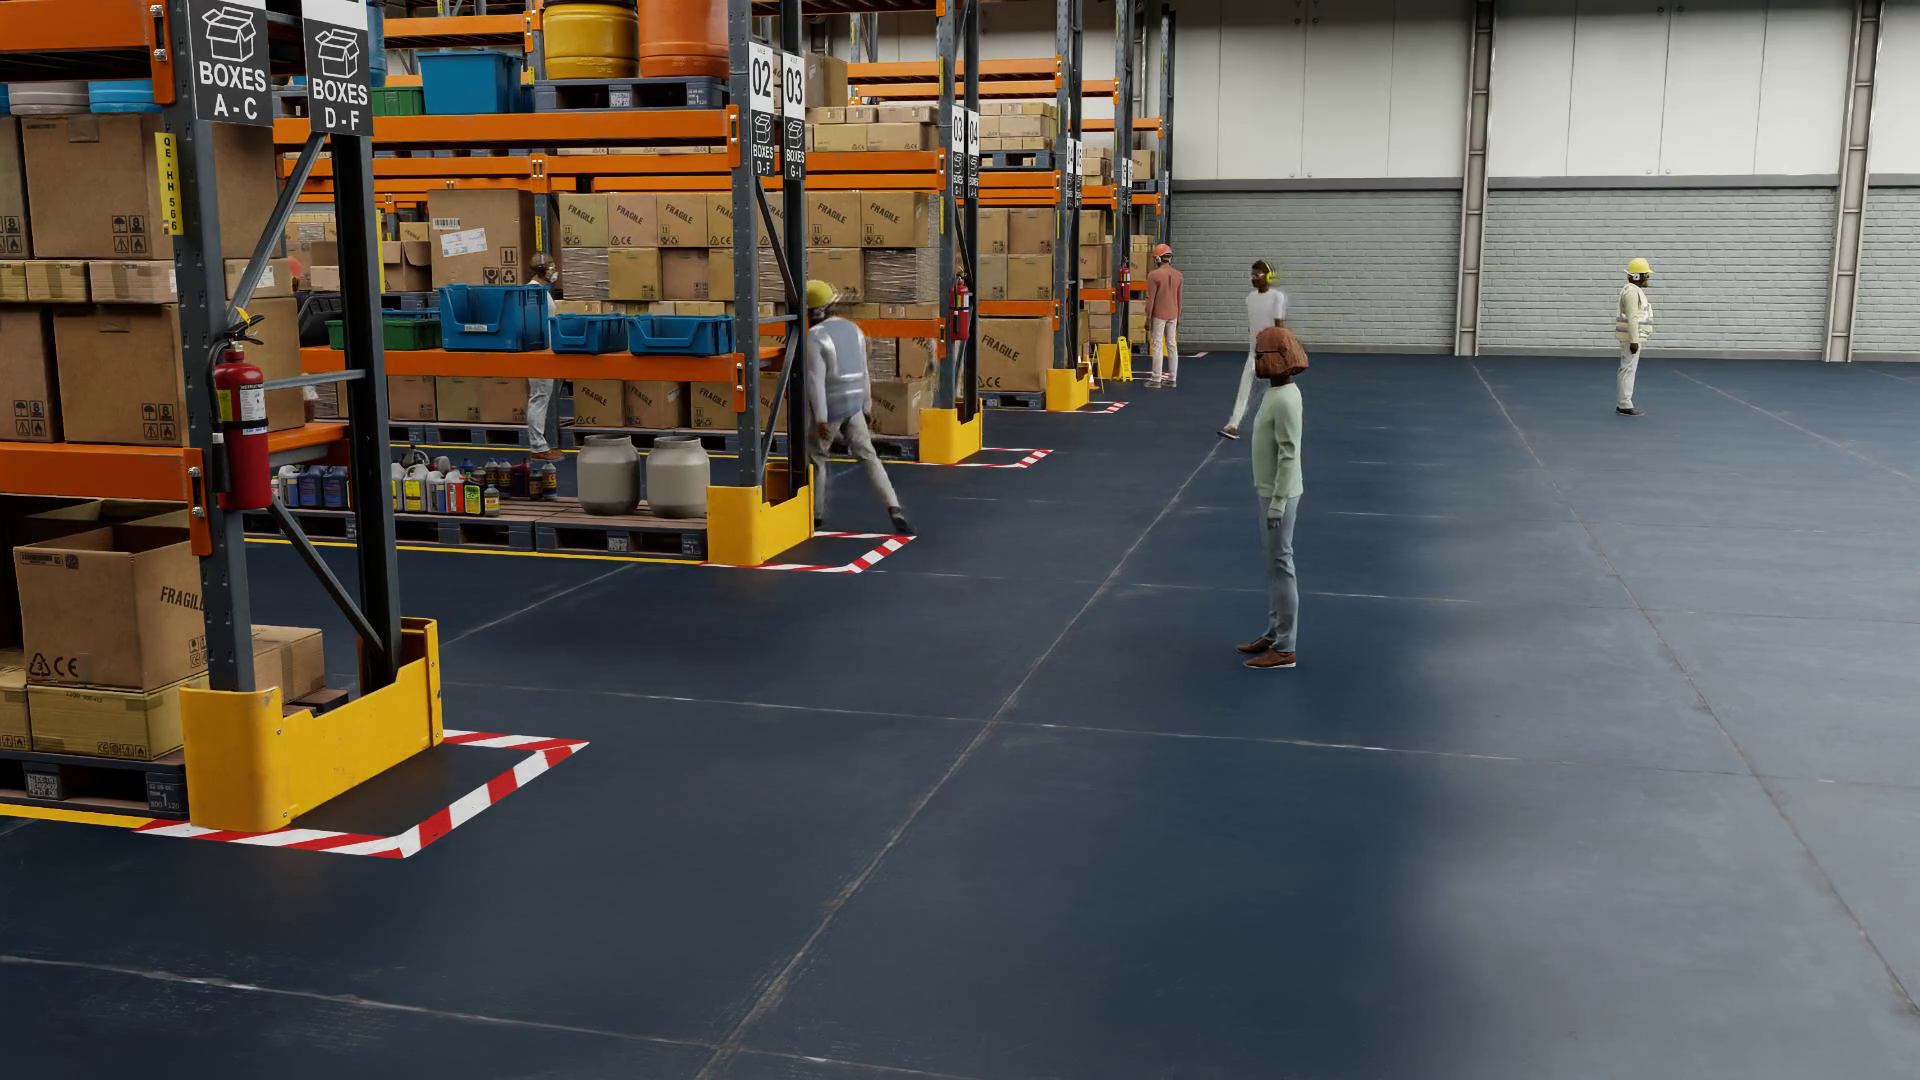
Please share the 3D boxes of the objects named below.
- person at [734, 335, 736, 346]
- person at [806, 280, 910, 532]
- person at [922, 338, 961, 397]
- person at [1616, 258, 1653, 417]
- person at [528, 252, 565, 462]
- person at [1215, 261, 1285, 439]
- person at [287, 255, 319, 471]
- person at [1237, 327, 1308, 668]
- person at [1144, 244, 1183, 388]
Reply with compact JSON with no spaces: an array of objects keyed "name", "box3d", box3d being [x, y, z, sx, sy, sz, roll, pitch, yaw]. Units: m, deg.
[{"name":"person","box3d":[-2.565,-2.240,18.550,0.812,1.901,0.595,6,12,31]},{"name":"person","box3d":[-0.784,-0.915,11.565,0.862,1.781,0.637,8,13,39]},{"name":"person","box3d":[-0.263,-1.926,17.635,0.794,1.603,0.515,9,14,42]},{"name":"person","box3d":[7.850,-2.359,19.381,0.404,1.833,0.590,3,11,17]},{"name":"person","box3d":[-3.876,-1.685,15.382,0.359,1.932,0.627,-3,11,-14]},{"name":"person","box3d":[3.034,-1.914,16.946,0.957,1.827,0.516,-10,14,-43]},{"name":"person","box3d":[-5.932,-1.524,14.541,0.807,1.918,0.547,3,11,16]},{"name":"person","box3d":[1.507,-0.203,7.988,0.276,1.633,0.507,1,10,4]},{"name":"person","box3d":[2.816,-3.104,23.094,0.610,1.986,0.401,-7,12,-33]}]
